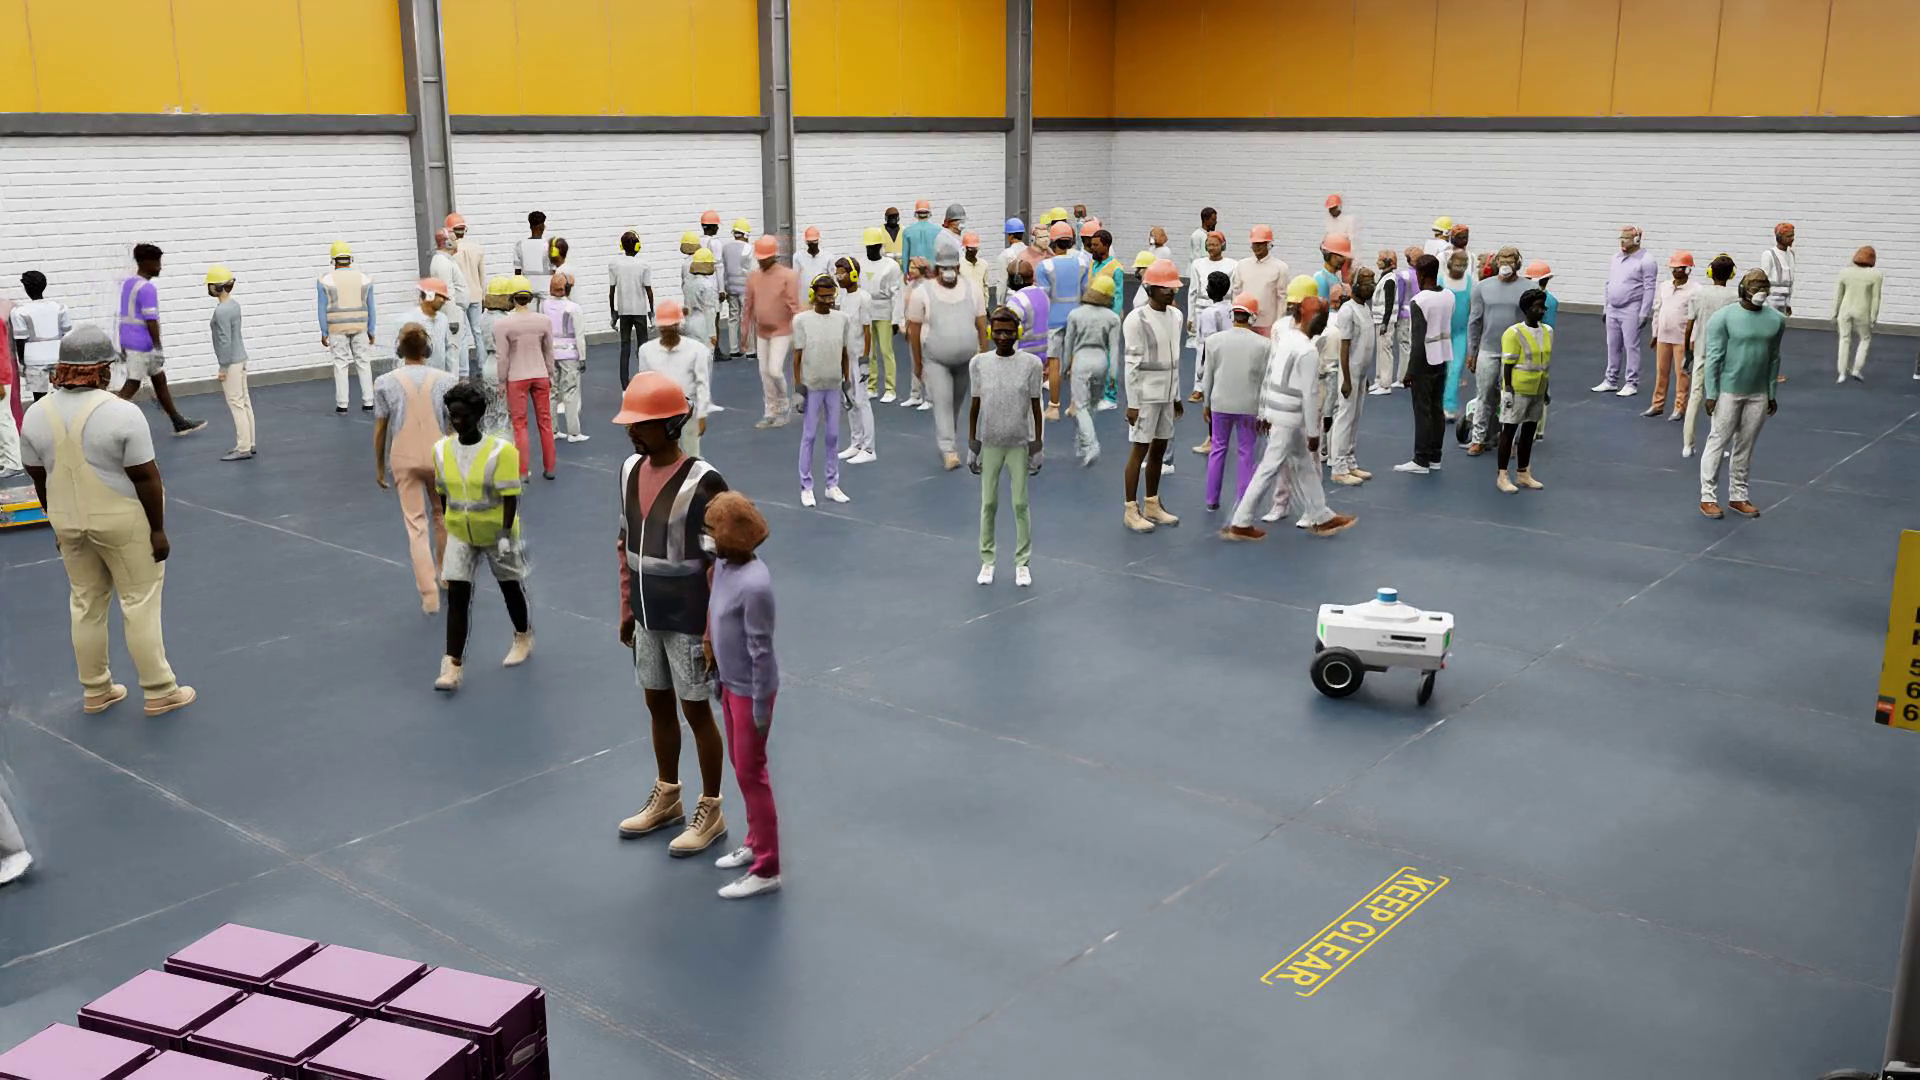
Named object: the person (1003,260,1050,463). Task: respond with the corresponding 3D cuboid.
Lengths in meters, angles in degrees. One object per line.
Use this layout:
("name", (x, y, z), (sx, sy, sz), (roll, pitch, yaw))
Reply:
("person", (0.563, -1.599, 14.995), (0.429, 1.837, 0.629), (9, 16, 31))

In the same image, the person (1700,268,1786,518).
("person", (6.065, -1.133, 12.911), (0.631, 1.940, 0.372), (-2, 14, -10))

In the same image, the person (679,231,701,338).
("person", (-3.271, -2.901, 20.364), (0.287, 1.746, 0.493), (4, 15, 15))

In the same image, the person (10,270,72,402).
("person", (-8.535, -1.667, 15.531), (0.318, 1.697, 0.533), (11, 18, 37))

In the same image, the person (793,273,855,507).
("person", (-1.089, -1.207, 13.359), (0.514, 1.864, 0.335), (-7, 16, -26))

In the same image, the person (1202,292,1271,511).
("person", (2.185, -1.068, 13.061), (0.574, 1.737, 0.354), (5, 15, 19))

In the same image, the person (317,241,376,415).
("person", (-6.460, -2.232, 17.547), (0.585, 1.824, 0.405), (-10, 17, -36))

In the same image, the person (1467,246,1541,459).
("person", (4.960, -1.715, 15.232), (0.635, 1.938, 0.359), (6, 15, 21))

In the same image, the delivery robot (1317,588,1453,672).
("delivery robot", (2.297, 0.503, 8.988), (0.707, 0.478, 0.477), (4, 15, 14))

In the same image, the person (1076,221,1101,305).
("person", (1.467, -2.668, 19.044), (0.360, 1.939, 0.543), (1, 14, 2))

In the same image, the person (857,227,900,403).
("person", (-0.930, -2.468, 18.285), (0.585, 1.921, 0.391), (8, 16, 29))

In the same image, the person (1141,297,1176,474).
("person", (1.744, -1.392, 14.561), (0.264, 1.632, 0.507), (-3, 14, -10))

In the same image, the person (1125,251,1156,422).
("person", (1.868, -2.031, 16.849), (0.310, 1.768, 0.533), (-3, 14, -11))

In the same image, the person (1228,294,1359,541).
("person", (2.445, -0.880, 12.142), (1.015, 1.822, 0.604), (-1, 14, -5))

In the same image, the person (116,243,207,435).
("person", (-7.918, -1.888, 16.009), (1.026, 1.906, 0.657), (-11, 18, -37))

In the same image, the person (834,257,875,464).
("person", (-0.967, -1.625, 15.058), (0.345, 1.856, 0.525), (-9, 17, -33))

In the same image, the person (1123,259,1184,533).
("person", (1.485, -1.082, 12.493), (0.392, 2.041, 0.615), (14, 19, 43))

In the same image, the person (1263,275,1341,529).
("person", (2.577, -1.047, 12.615), (0.589, 1.918, 0.395), (12, 19, 41))

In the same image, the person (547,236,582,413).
("person", (-4.204, -2.287, 17.673), (0.351, 1.868, 0.541), (-1, 14, -3))

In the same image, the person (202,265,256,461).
("person", (-6.668, -1.610, 15.167), (0.311, 1.768, 0.533), (-2, 14, -10))

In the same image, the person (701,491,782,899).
("person", (-0.875, 0.600, 6.623), (0.299, 1.625, 0.510), (-6, 15, -22))

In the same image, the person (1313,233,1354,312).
("person", (3.452, -1.854, 15.600), (0.404, 2.033, 0.608), (6, 15, 23))

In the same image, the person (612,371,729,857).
("person", (-1.221, 0.312, 6.921), (0.616, 2.041, 0.381), (11, 18, 38))

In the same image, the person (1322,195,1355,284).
("person", (5.872, -4.405, 25.993), (0.632, 1.915, 1.038), (10, 17, 36))

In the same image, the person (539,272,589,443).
("person", (-3.808, -1.743, 15.969), (0.519, 1.633, 0.313), (7, 16, 26))

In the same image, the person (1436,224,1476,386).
("person", (5.748, -2.721, 19.365), (0.585, 1.882, 0.340), (-7, 16, -27))

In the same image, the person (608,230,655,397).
("person", (-3.635, -2.492, 18.480), (0.530, 1.869, 0.311), (2, 14, 6))

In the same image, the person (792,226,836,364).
("person", (-1.864, -3.127, 21.250), (0.566, 1.750, 0.341), (-1, 14, -4))

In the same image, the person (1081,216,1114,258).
("person", (1.632, -3.035, 20.574), (0.403, 1.906, 0.652), (-6, 15, -23))

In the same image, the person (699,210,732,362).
("person", (-3.214, -3.277, 21.479), (0.548, 1.936, 0.378), (13, 19, 42))

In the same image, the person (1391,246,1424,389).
("person", (5.226, -2.567, 19.245), (0.511, 1.641, 0.308), (-6, 15, -24))

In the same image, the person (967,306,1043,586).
("person", (0.299, -0.615, 11.004), (0.509, 1.863, 0.326), (2, 14, 8))

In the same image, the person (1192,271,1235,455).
("person", (2.371, -1.639, 15.423), (0.318, 1.697, 0.534), (10, 17, 34))

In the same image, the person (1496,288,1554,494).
("person", (4.705, -1.234, 13.825), (0.540, 1.686, 0.316), (-8, 16, -28))

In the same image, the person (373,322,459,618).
("person", (-3.414, -0.468, 10.513), (0.522, 1.803, 0.902), (-6, 15, -24))

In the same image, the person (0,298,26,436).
("person", (-8.905, -1.655, 15.361), (0.525, 1.760, 0.340), (-12, 18, -40))

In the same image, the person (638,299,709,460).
("person", (-2.191, -0.989, 12.775), (0.572, 1.727, 0.750), (1, 14, 3))

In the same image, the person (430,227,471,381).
("person", (-5.581, -2.470, 18.305), (0.410, 1.912, 0.651), (-5, 15, -20))

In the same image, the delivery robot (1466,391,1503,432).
("delivery robot", (5.157, -1.278, 16.103), (0.477, 0.478, 0.707), (9, 16, 31))

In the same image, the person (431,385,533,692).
("person", (-2.617, -0.029, 9.073), (0.546, 1.649, 0.860), (2, 14, 9))

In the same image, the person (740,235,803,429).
("person", (-1.868, -2.046, 16.519), (0.738, 1.952, 0.523), (8, 16, 30))
